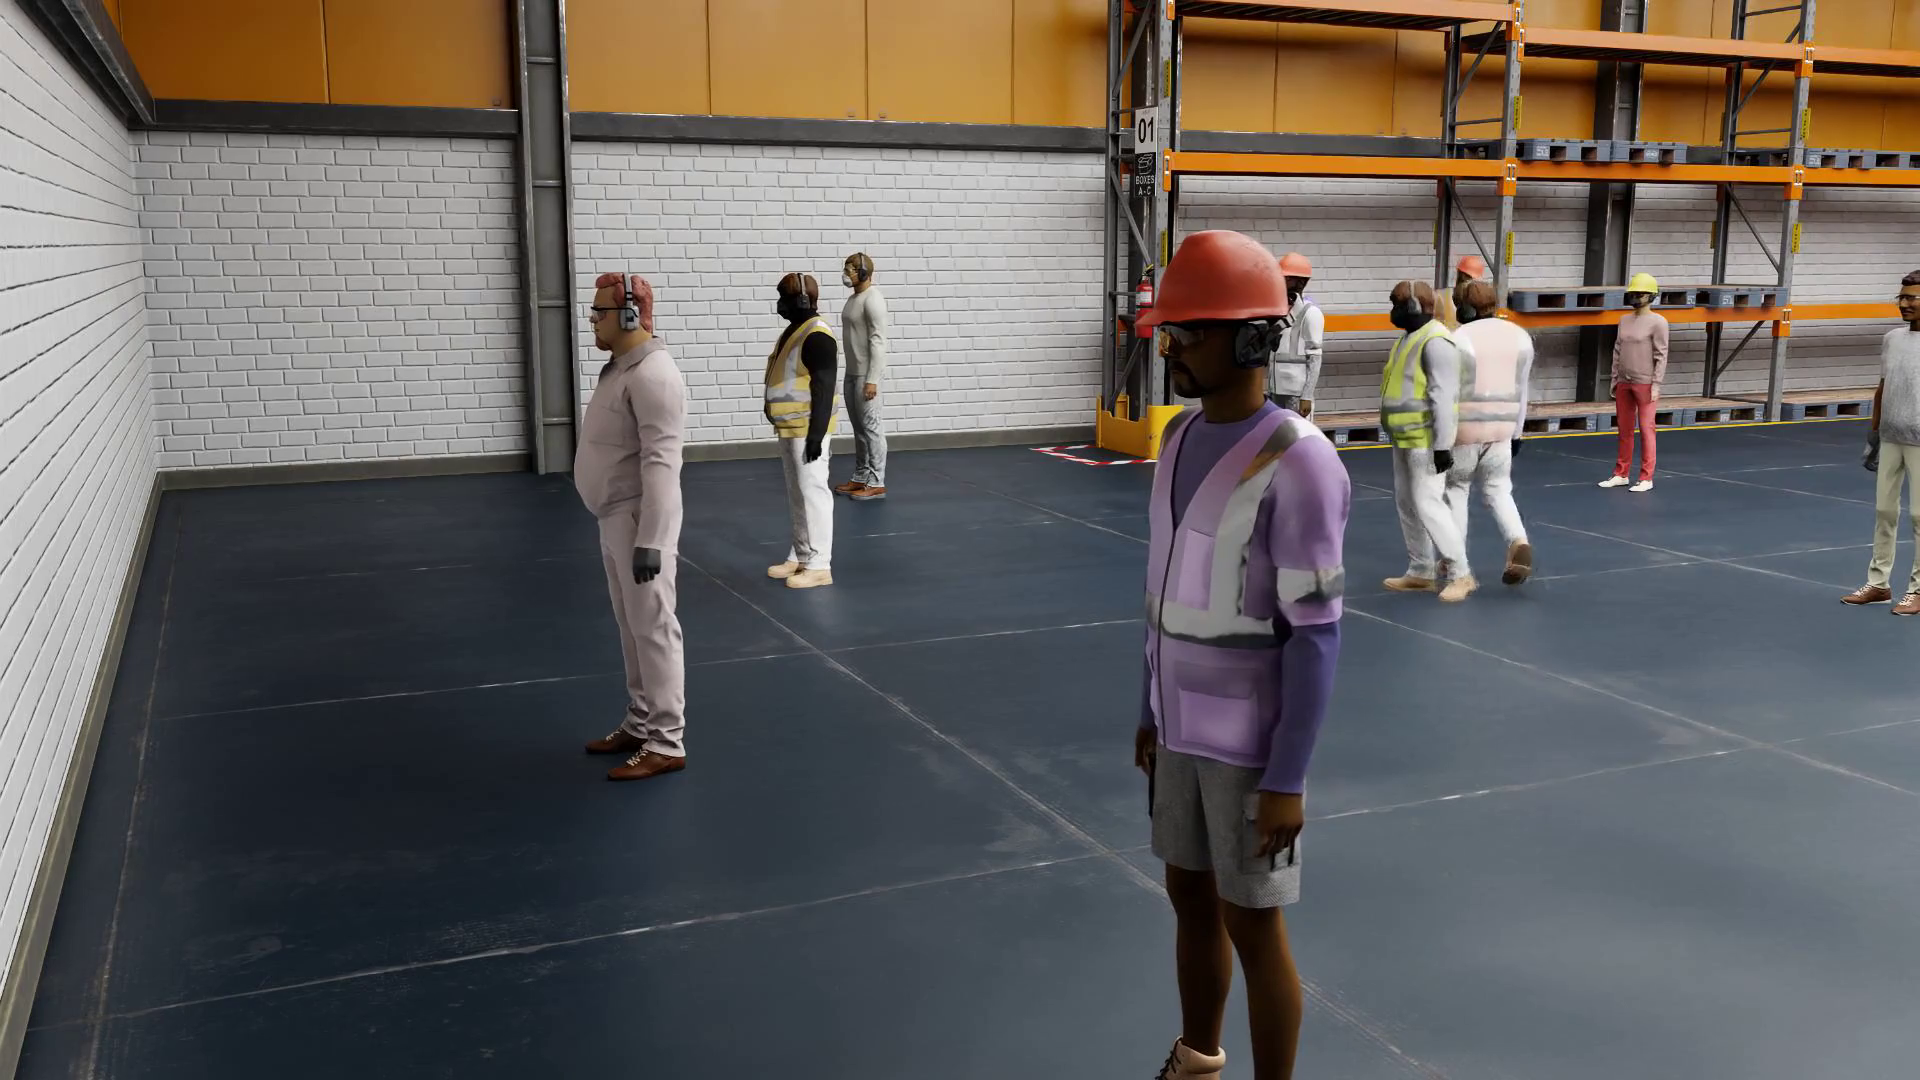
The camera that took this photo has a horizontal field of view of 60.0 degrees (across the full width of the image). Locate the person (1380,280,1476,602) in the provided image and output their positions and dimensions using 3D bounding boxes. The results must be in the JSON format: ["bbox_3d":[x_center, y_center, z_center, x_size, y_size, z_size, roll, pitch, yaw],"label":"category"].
[{"bbox_3d":[2.684,-0.571,9.508,0.568,1.813,0.661,-1,10,-3],"label":"person"}]

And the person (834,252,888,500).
[{"bbox_3d":[-0.772,-1.289,13.127,0.368,1.939,0.633,-4,11,-23],"label":"person"}]

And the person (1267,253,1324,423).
[{"bbox_3d":[2.384,-1.098,12.054,0.354,1.941,0.549,-4,11,-23],"label":"person"}]

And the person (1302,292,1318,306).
[{"bbox_3d":[2.927,-1.512,14.611,0.386,1.849,0.568,-4,11,-23],"label":"person"}]

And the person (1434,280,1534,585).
[{"bbox_3d":[3.080,-0.617,9.768,0.625,1.803,0.798,-2,10,-12],"label":"person"}]

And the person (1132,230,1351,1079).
[{"bbox_3d":[0.533,0.388,3.490,0.374,2.043,0.611,-4,11,-23],"label":"person"}]

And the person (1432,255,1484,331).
[{"bbox_3d":[4.633,-1.722,15.672,0.657,1.895,0.438,5,11,25],"label":"person"}]

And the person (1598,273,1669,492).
[{"bbox_3d":[5.497,-1.277,13.529,0.303,1.772,0.530,-4,11,-23],"label":"person"}]

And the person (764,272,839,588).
[{"bbox_3d":[-0.940,-0.647,9.822,0.429,1.843,0.629,-4,11,-23],"label":"person"}]

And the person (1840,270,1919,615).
[{"bbox_3d":[5.168,-0.528,9.076,0.324,1.871,0.526,-4,11,-23],"label":"person"}]

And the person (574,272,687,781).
[{"bbox_3d":[-1.253,-0.053,6.332,0.409,1.908,0.647,-4,11,-23],"label":"person"}]
